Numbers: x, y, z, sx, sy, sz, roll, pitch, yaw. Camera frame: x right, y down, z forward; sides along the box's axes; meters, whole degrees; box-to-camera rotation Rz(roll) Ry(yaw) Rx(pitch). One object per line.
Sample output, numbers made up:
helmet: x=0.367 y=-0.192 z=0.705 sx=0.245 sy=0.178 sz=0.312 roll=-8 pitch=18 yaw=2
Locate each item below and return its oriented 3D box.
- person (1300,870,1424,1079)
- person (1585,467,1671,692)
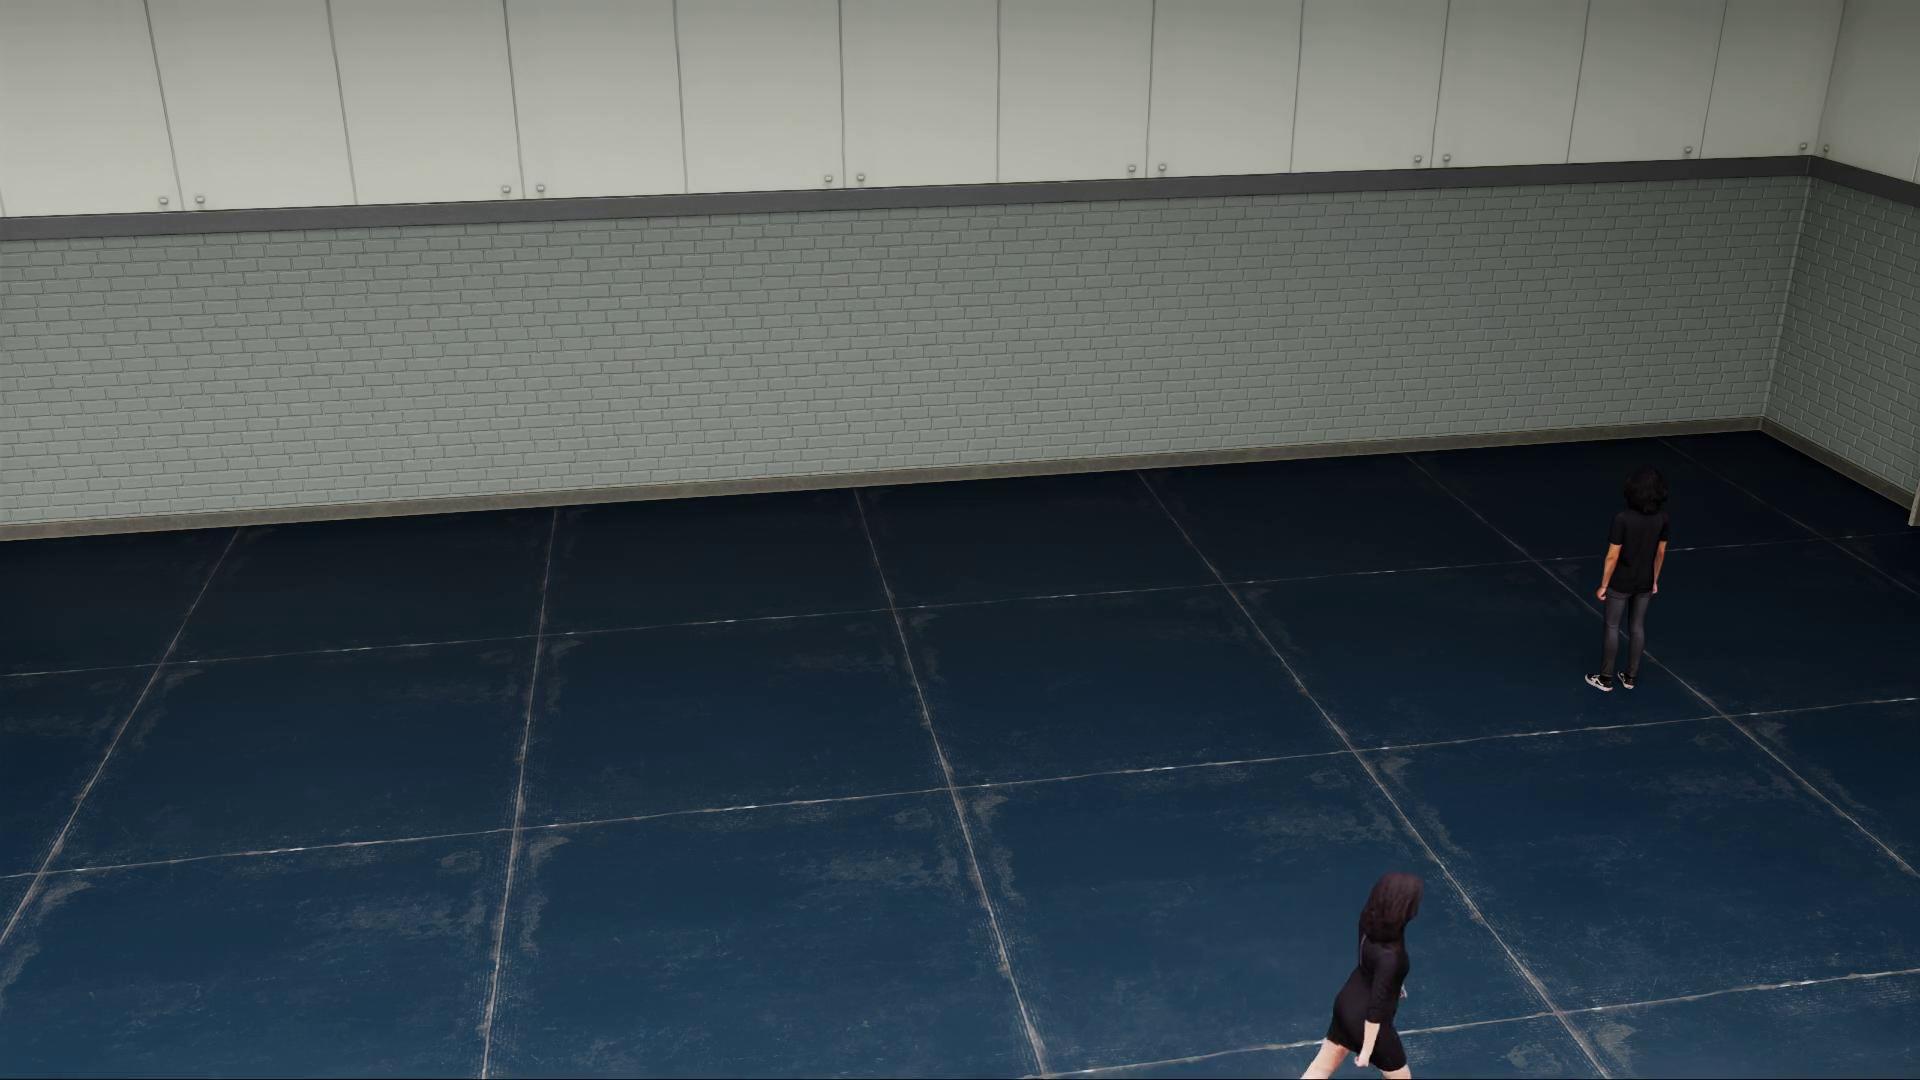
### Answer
person: x=1.867 y=2.376 z=8.051 sx=0.680 sy=1.741 sz=1.069 roll=-4 pitch=23 yaw=-8
person: x=5.171 y=0.300 z=12.813 sx=0.634 sy=1.836 sz=0.530 roll=-3 pitch=23 yaw=-7
